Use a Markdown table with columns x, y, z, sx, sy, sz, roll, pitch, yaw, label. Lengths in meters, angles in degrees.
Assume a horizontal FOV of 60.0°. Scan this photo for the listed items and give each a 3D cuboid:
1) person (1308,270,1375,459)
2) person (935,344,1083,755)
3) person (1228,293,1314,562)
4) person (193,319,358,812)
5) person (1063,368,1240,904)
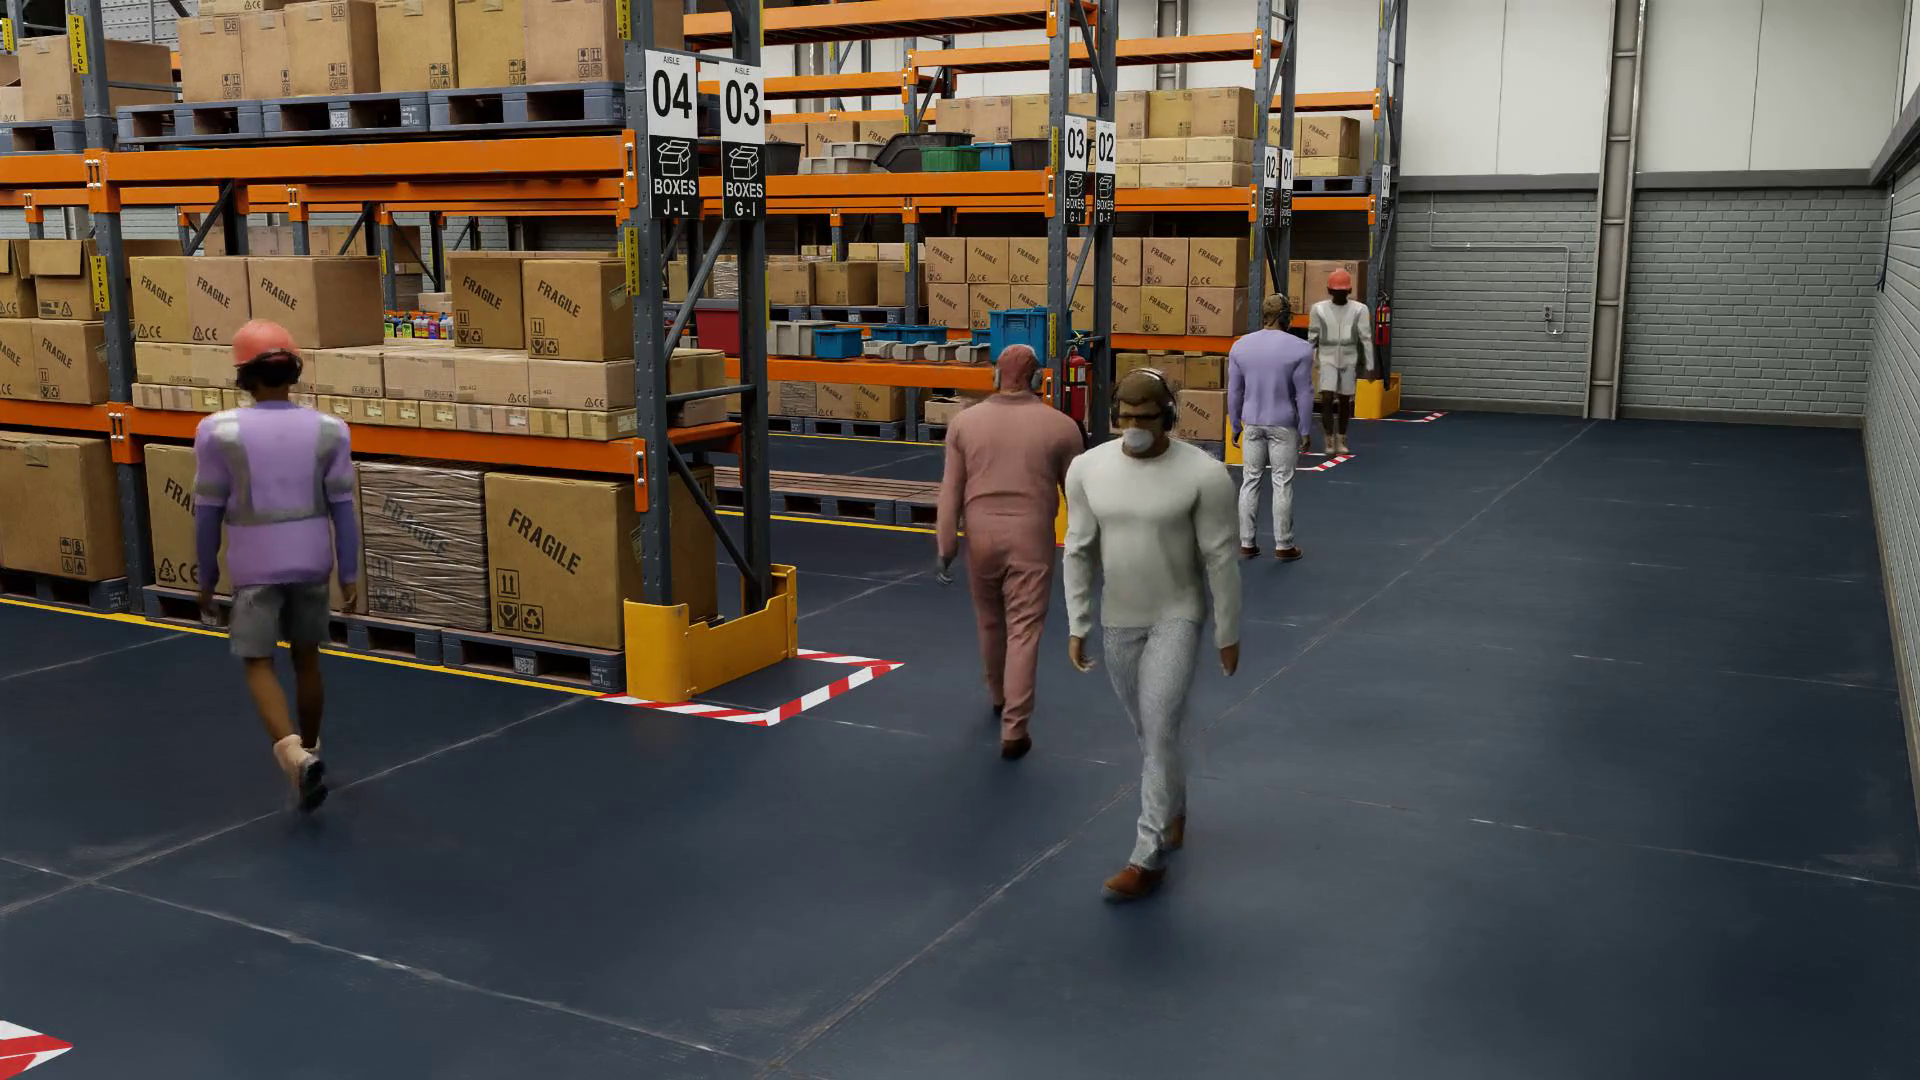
| x | y | z | sx | sy | sz | roll | pitch | yaw | label |
| --- | --- | --- | --- | --- | --- | --- | --- | --- | --- |
| 4.016 | -1.849 | 17.577 | 0.727 | 1.978 | 0.970 | 2 | 11 | 9 | person |
| 0.266 | 0.014 | 7.805 | 0.678 | 1.845 | 1.009 | 3 | 11 | 14 | person |
| 2.241 | -0.806 | 12.024 | 0.632 | 1.936 | 0.359 | 6 | 12 | 30 | person |
| -2.758 | 0.116 | 6.792 | 0.620 | 2.024 | 0.853 | -7 | 13 | -34 | person |
| 0.714 | 0.301 | 6.138 | 0.643 | 1.893 | 0.882 | 6 | 12 | 30 | person |
